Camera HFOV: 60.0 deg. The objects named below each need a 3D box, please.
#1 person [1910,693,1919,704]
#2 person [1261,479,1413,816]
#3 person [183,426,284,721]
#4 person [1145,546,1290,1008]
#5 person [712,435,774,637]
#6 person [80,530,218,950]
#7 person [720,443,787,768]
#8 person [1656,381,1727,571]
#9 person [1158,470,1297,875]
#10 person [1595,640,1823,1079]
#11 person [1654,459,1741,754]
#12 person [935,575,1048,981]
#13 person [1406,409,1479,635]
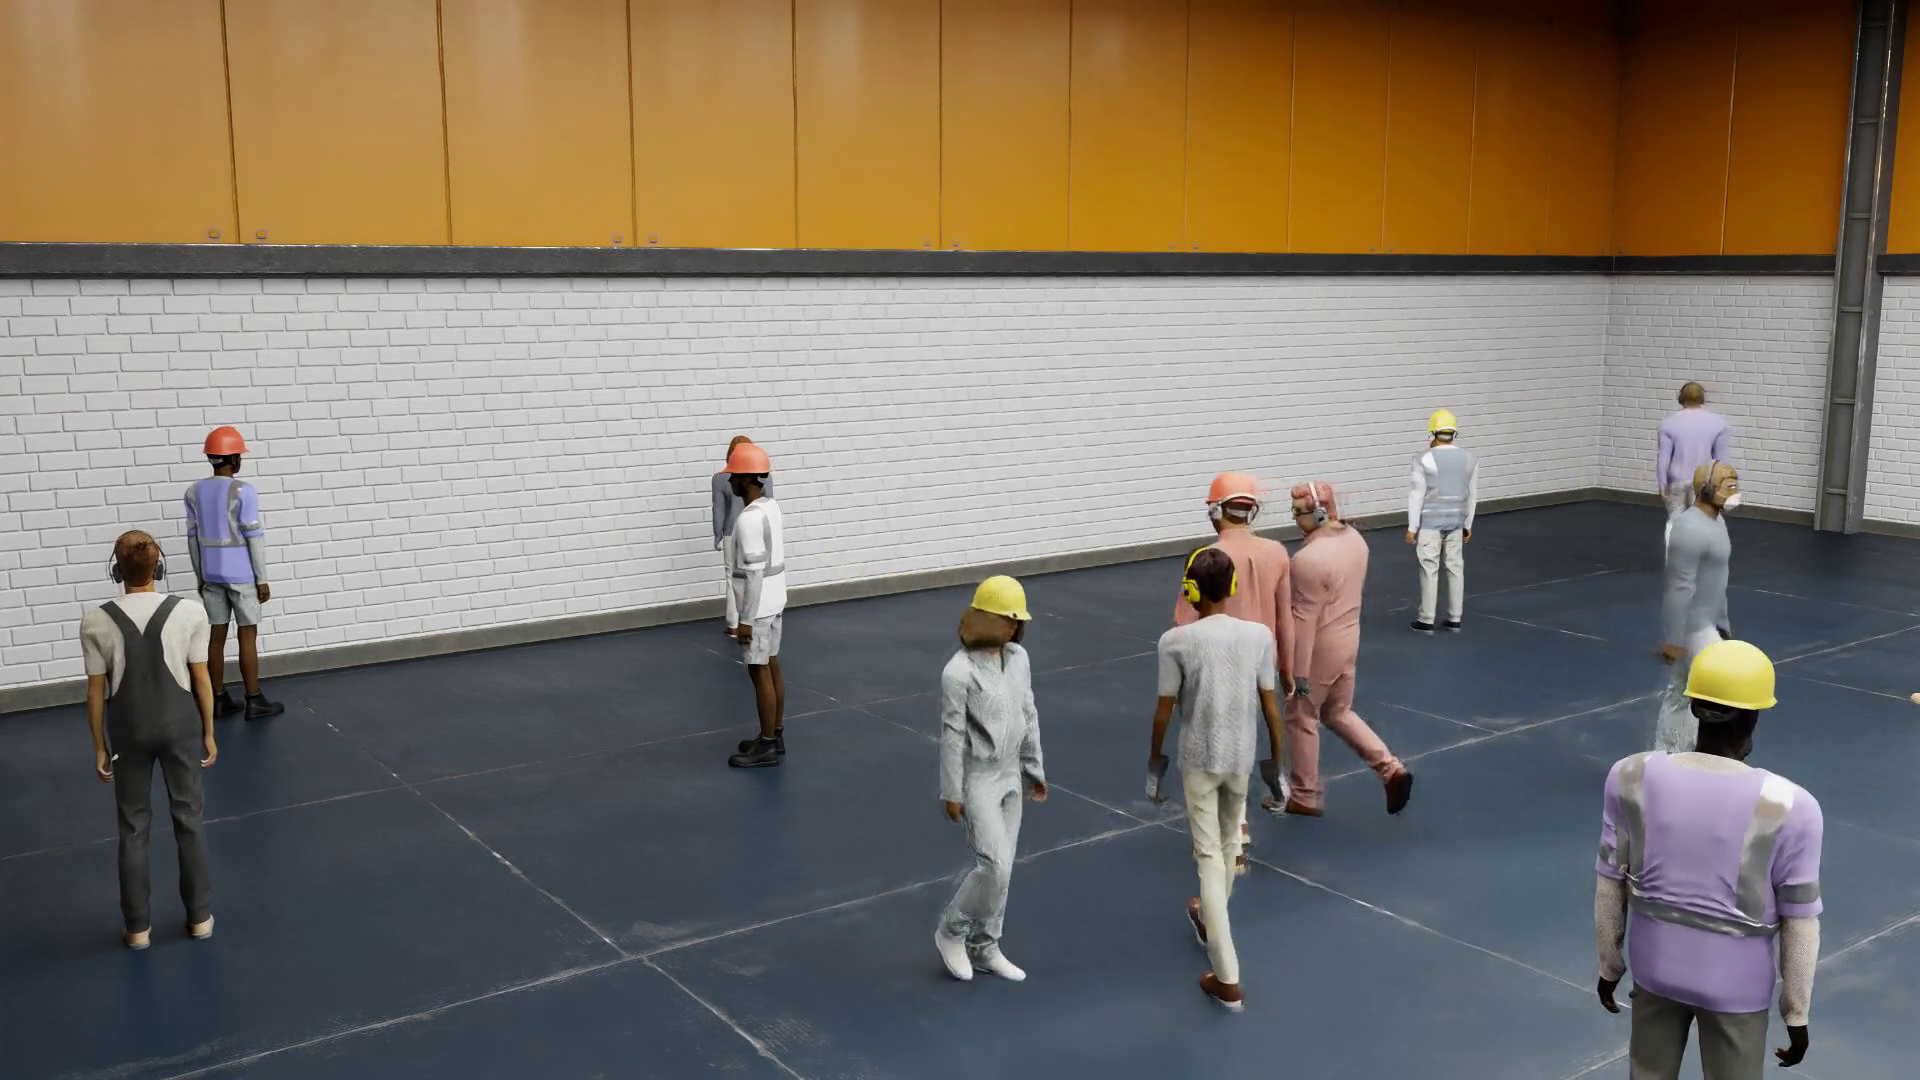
[{"bbox_3d":[6.751,0.223,11.218,0.627,1.846,0.429,-4,10,-25],"label":"person"},{"bbox_3d":[1.981,0.604,8.802,0.717,1.871,0.661,8,12,40],"label":"person"},{"bbox_3d":[-4.783,0.221,10.934,0.542,1.939,0.369,3,10,16],"label":"person"},{"bbox_3d":[1.026,0.928,6.933,0.546,1.821,0.921,-2,9,-14],"label":"person"},{"bbox_3d":[-1.740,-0.026,13.401,0.505,1.632,0.269,-1,9,-9],"label":"person"},{"bbox_3d":[-3.525,0.869,7.273,0.501,1.839,0.341,-4,10,-22],"label":"person"},{"bbox_3d":[-1.225,0.389,9.898,0.370,1.939,0.543,1,9,9],"label":"person"},{"bbox_3d":[6.965,-0.562,15.866,0.624,1.913,0.913,3,10,16],"label":"person"},{"bbox_3d":[1.316,0.645,8.214,0.734,1.964,0.532,-5,11,-29],"label":"person"},{"bbox_3d":[2.117,1.231,4.739,0.593,1.925,0.384,8,12,41],"label":"person"},{"bbox_3d":[4.134,0.507,9.240,0.530,1.921,0.633,5,11,29],"label":"person"},{"bbox_3d":[0.149,0.993,6.851,0.352,1.720,0.484,7,11,37],"label":"person"},{"bbox_3d":[3.897,-0.145,13.522,0.600,1.829,0.404,-2,9,-14],"label":"person"}]
